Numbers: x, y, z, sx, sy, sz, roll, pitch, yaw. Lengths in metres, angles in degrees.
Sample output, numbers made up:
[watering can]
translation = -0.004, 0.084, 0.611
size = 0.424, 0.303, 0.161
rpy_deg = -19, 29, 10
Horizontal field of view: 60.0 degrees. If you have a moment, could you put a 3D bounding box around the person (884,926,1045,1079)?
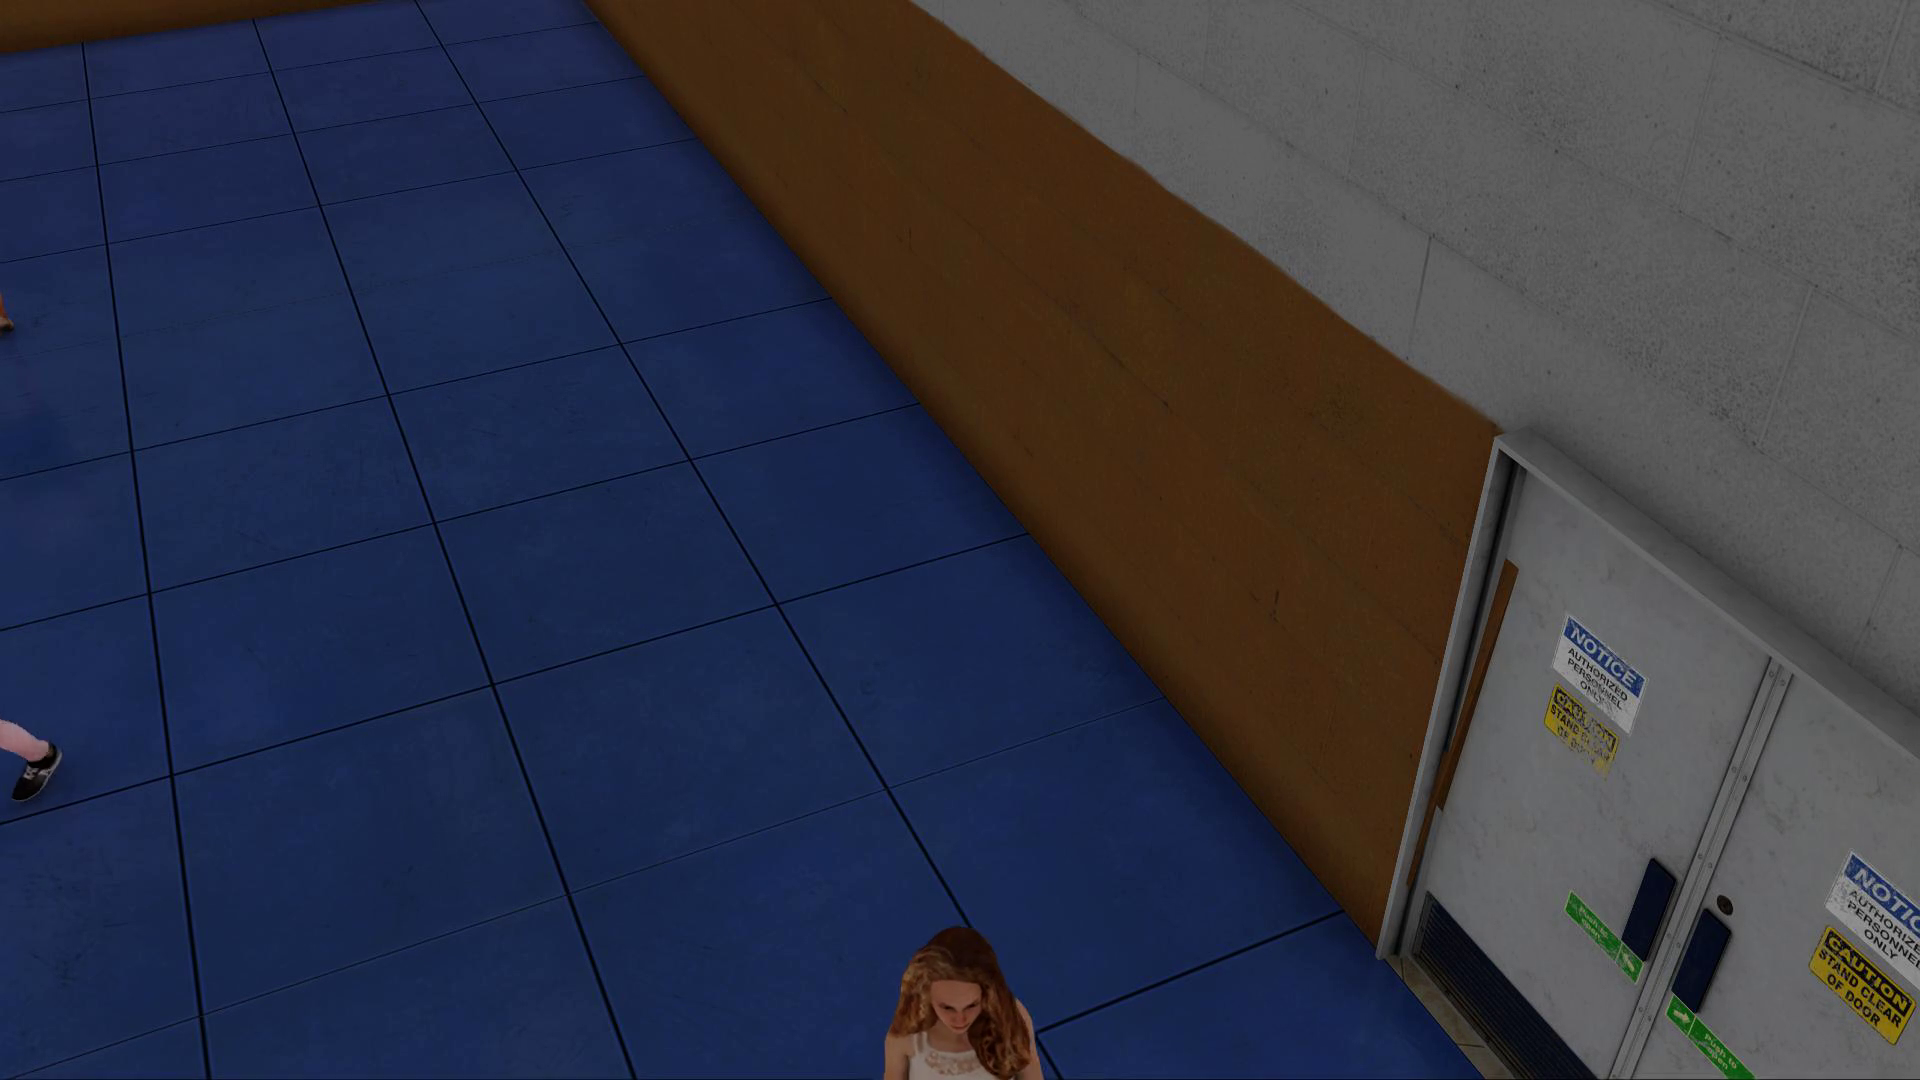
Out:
[person]
translation = -0.014, 1.610, 4.640
size = 1.036, 1.723, 0.764
rpy_deg = -9, 38, -12
